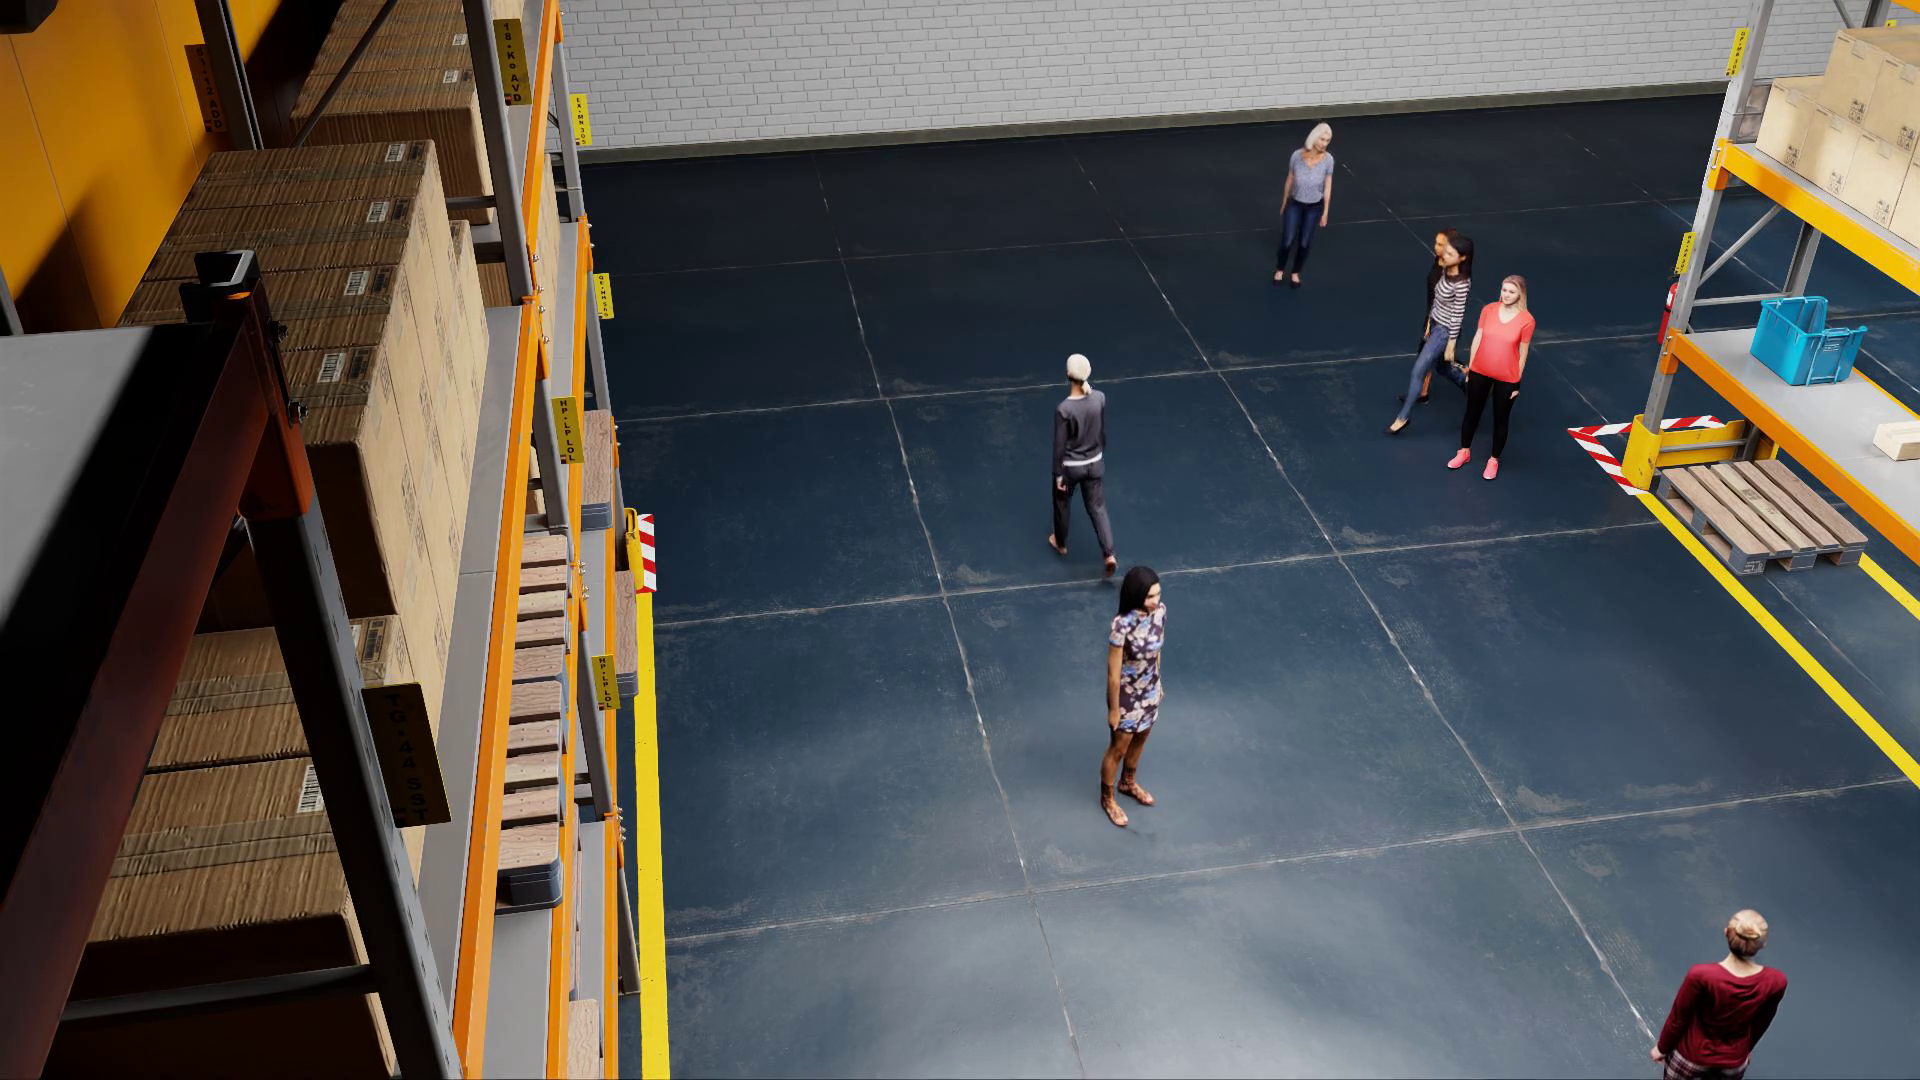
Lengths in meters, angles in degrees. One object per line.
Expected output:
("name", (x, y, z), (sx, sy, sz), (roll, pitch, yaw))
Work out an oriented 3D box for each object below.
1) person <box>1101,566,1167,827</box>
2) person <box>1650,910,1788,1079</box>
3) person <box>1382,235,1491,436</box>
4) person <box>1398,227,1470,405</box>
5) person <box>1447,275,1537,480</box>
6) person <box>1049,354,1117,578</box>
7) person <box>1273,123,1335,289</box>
("person", (1.018, 0.890, 9.748), (0.672, 1.734, 0.683), (-27, 42, -35))
("person", (3.440, 2.326, 7.617), (0.655, 1.702, 0.573), (2, 34, 3))
("person", (4.011, -1.627, 13.516), (0.795, 1.756, 1.103), (0, 34, 0))
("person", (4.125, -1.846, 13.947), (0.745, 1.643, 0.911), (-3, 34, -4))
("person", (4.211, -1.295, 13.071), (0.667, 1.694, 0.728), (21, 39, 29))
("person", (0.899, -0.515, 11.890), (0.761, 1.703, 1.063), (-13, 36, -19))
("person", (3.284, -3.214, 15.968), (0.709, 1.685, 0.738), (14, 36, 20))
